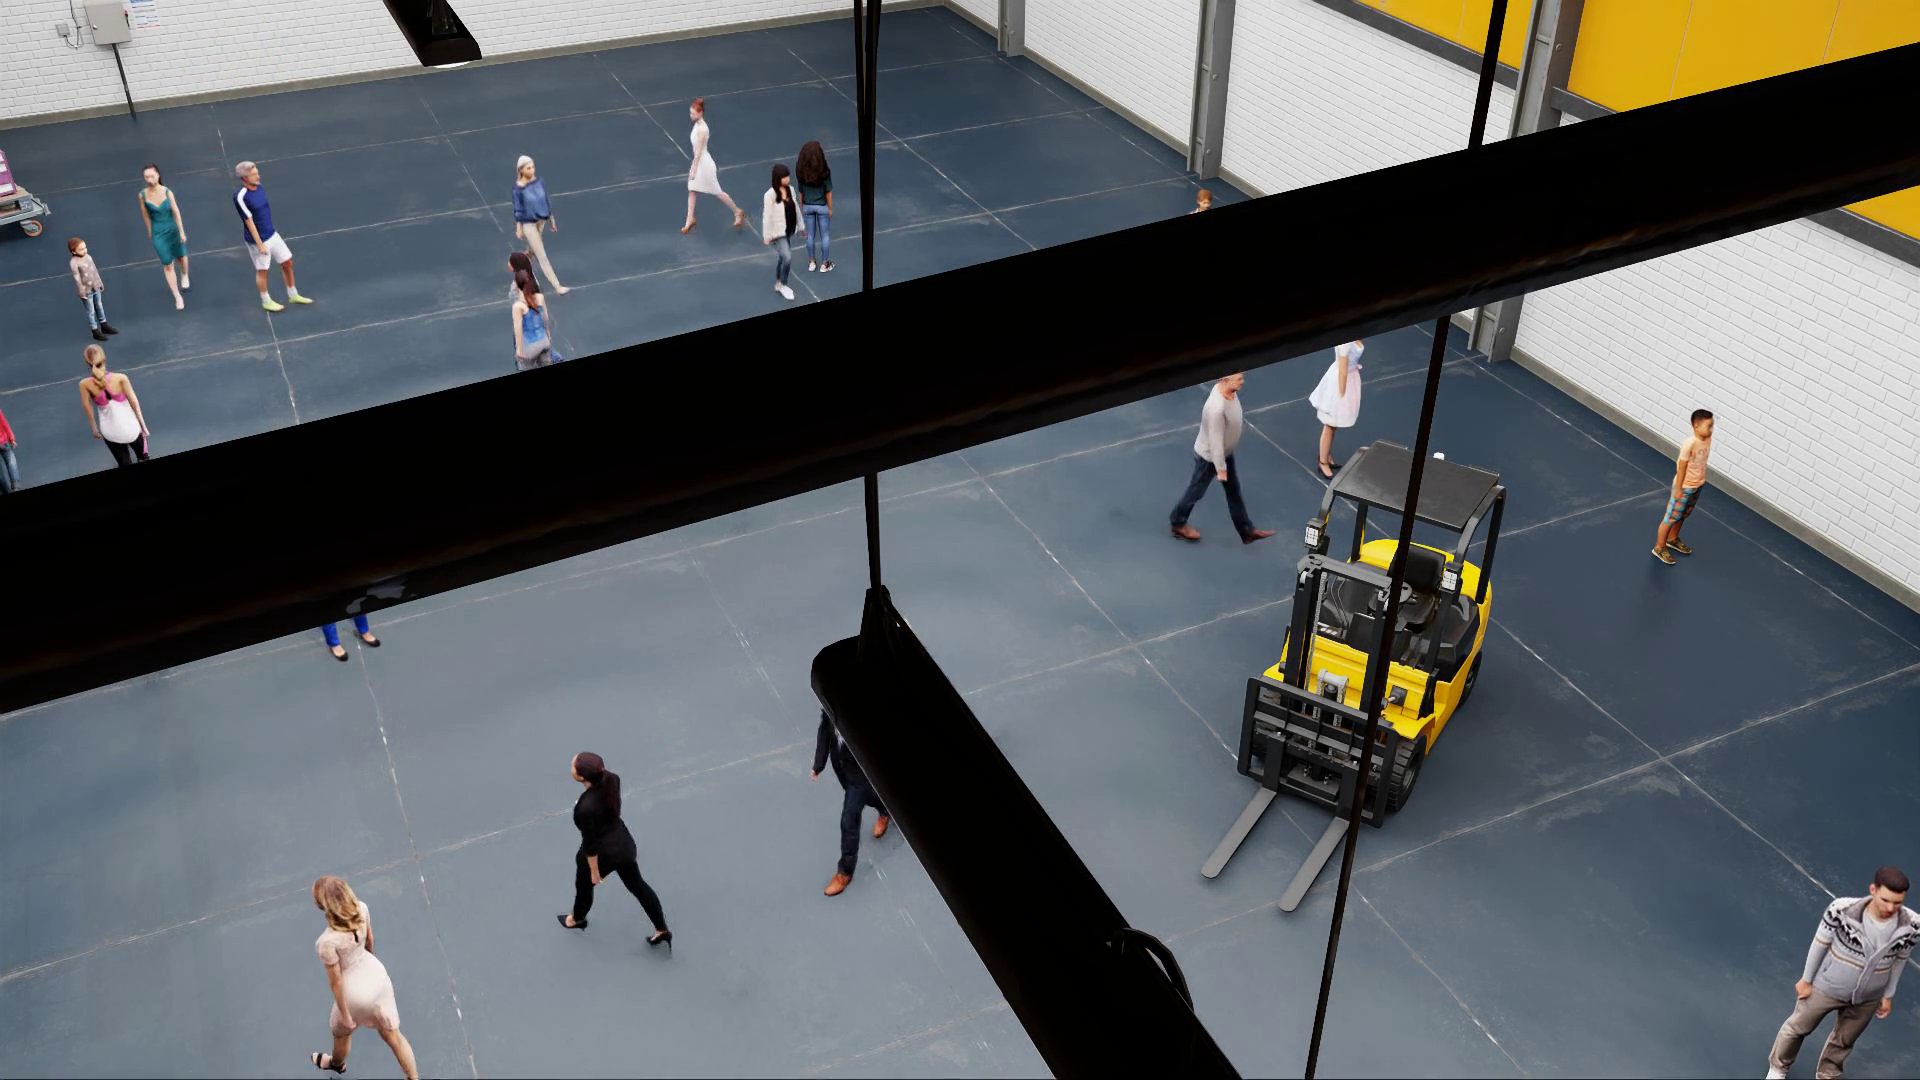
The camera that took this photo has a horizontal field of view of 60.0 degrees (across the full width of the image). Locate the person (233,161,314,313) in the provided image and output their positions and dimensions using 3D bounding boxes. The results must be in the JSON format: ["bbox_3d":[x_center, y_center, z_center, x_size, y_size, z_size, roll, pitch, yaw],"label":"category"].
[{"bbox_3d":[-8.058,-3.461,19.005,0.929,1.820,0.877,8,34,12],"label":"person"}]

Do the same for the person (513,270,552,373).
[{"bbox_3d":[-4.277,-1.990,16.998,0.999,1.591,0.904,18,37,24],"label":"person"}]

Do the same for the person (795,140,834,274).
[{"bbox_3d":[-1.735,-4.024,20.026,0.719,1.626,0.765,5,34,7],"label":"person"}]

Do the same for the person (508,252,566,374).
[{"bbox_3d":[-4.403,-2.231,17.351,1.098,1.601,1.062,10,35,14],"label":"person"}]

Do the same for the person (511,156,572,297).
[{"bbox_3d":[-5.061,-3.686,19.498,1.188,1.648,1.012,19,38,26],"label":"person"}]

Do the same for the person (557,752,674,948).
[{"bbox_3d":[-2.222,2.080,10.857,1.152,1.611,1.043,14,36,20],"label":"person"}]

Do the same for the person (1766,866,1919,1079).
[{"bbox_3d":[5.241,2.614,9.827,0.764,1.862,0.794,8,34,11],"label":"person"}]

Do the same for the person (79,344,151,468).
[{"bbox_3d":[-7.688,-0.934,15.240,0.655,1.778,0.623,-11,35,-16],"label":"person"}]

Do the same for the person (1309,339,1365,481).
[{"bbox_3d":[3.646,-1.442,15.967,0.916,1.819,0.857,11,35,17],"label":"person"}]

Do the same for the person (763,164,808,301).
[{"bbox_3d":[-2.137,-3.639,19.453,0.790,1.620,0.763,22,39,29],"label":"person"}]

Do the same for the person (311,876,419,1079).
[{"bbox_3d":[-3.432,2.700,9.757,1.120,1.796,1.013,14,36,20],"label":"person"}]

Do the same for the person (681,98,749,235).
[{"bbox_3d":[-3.095,-4.641,20.843,0.662,1.749,1.023,-11,35,-17],"label":"person"}]

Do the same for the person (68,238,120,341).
[{"bbox_3d":[-9.759,-2.825,18.613,0.609,1.193,0.550,12,35,17],"label":"person"}]

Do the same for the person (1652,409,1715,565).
[{"bbox_3d":[6.503,-0.505,14.880,0.565,1.462,0.564,-24,40,-31],"label":"person"}]

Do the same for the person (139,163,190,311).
[{"bbox_3d":[-9.191,-3.567,19.329,0.596,1.636,1.039,-11,35,-16],"label":"person"}]

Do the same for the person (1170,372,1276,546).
[{"bbox_3d":[2.199,-0.766,14.920,1.330,1.852,1.215,15,36,21],"label":"person"}]

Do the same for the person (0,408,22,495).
[{"bbox_3d":[-9.035,-0.871,15.568,0.561,1.310,0.661,-19,38,-26],"label":"person"}]

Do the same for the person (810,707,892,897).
[{"bbox_3d":[-0.685,1.527,11.536,1.212,1.780,1.079,25,41,32],"label":"person"}]
